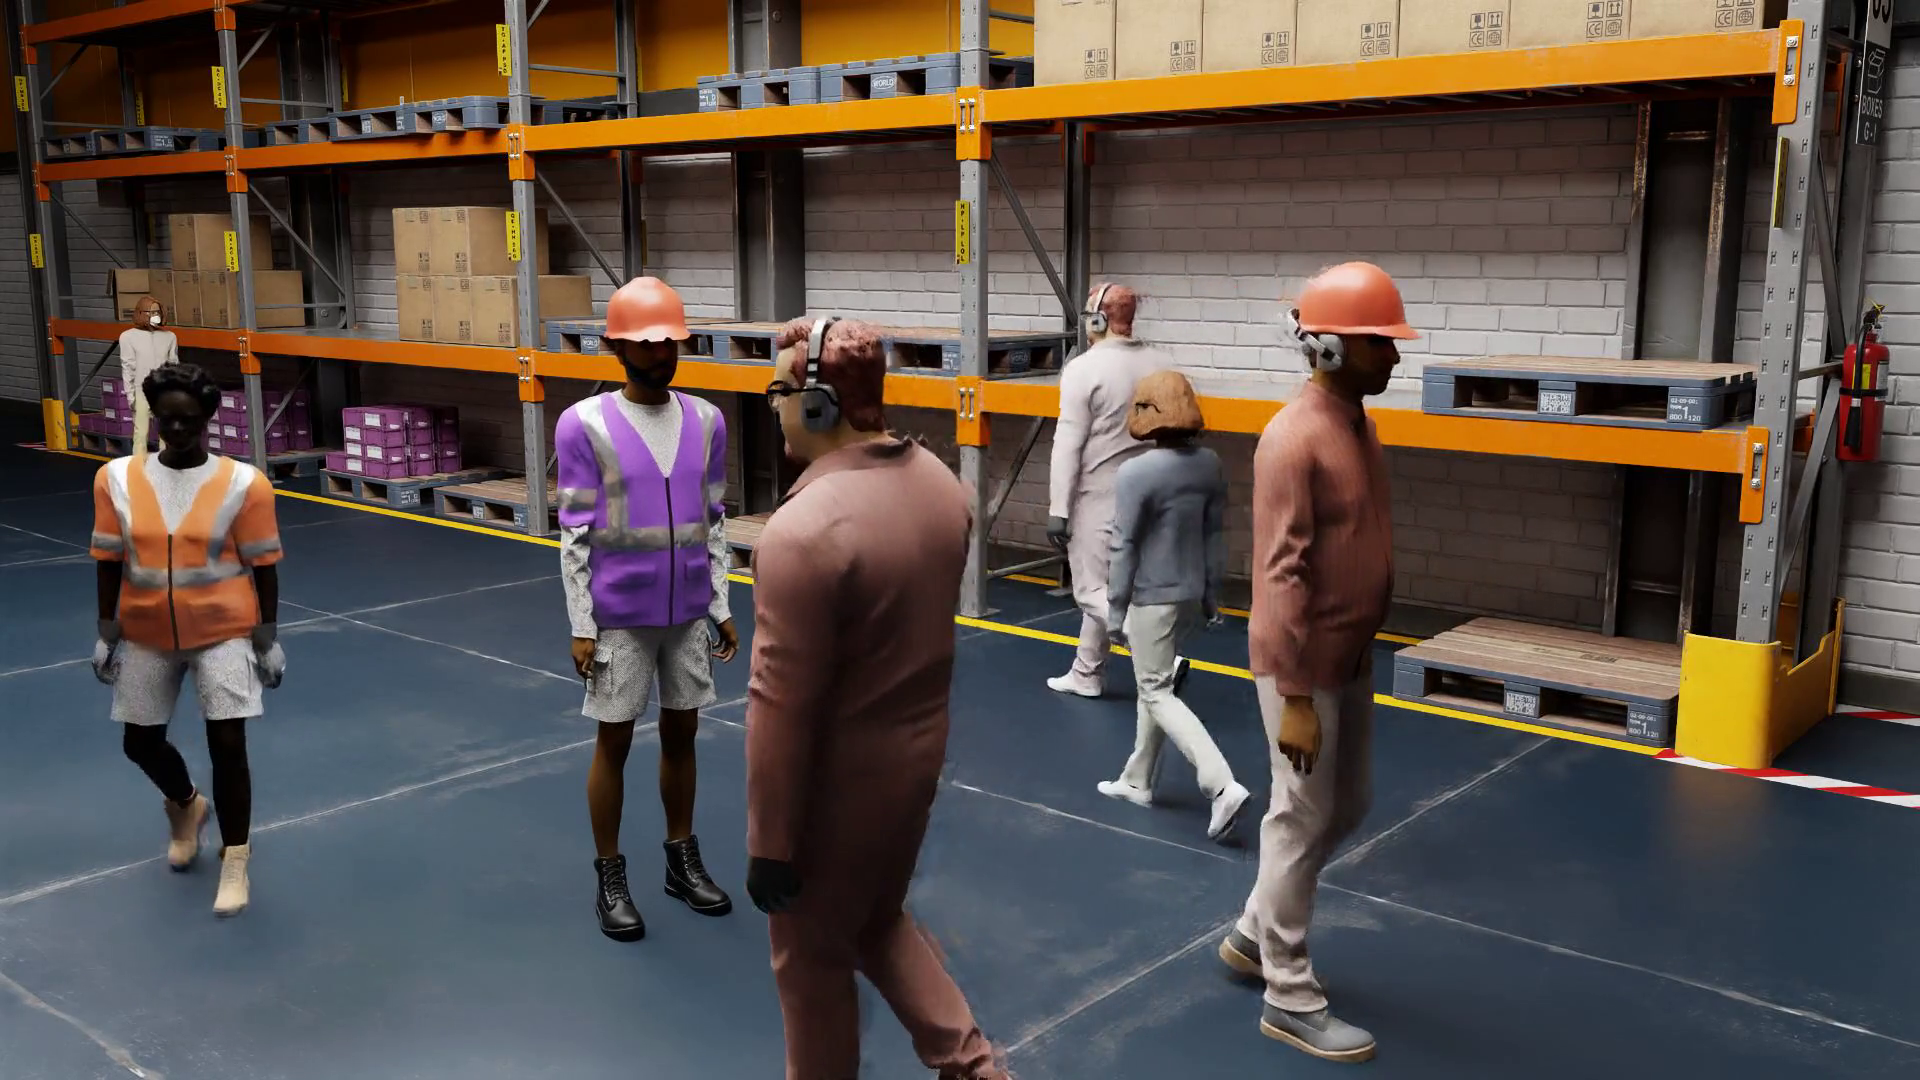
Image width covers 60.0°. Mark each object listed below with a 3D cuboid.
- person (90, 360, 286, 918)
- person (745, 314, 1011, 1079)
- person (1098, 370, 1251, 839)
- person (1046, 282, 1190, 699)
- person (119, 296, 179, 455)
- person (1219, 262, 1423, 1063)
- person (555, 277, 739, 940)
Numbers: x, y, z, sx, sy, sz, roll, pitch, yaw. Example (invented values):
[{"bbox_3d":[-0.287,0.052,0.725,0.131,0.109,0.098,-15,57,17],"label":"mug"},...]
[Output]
[{"bbox_3d":[-2.364,0.284,5.155,0.563,1.693,0.503,-2,10,-9],"label":"person"},{"bbox_3d":[-0.206,0.493,3.380,0.550,1.892,0.669,5,11,28],"label":"person"},{"bbox_3d":[0.752,0.216,5.789,0.504,1.610,0.735,-8,13,-40],"label":"person"},{"bbox_3d":[0.685,-0.171,7.209,0.810,1.883,0.650,10,14,44],"label":"person"},{"bbox_3d":[-6.677,-1.195,13.768,0.276,1.629,0.497,7,12,35],"label":"person"},{"bbox_3d":[0.892,0.300,4.236,0.505,1.985,0.642,6,12,32],"label":"person"},{"bbox_3d":[-0.908,0.199,4.941,0.543,1.939,0.360,-7,12,-36],"label":"person"}]
